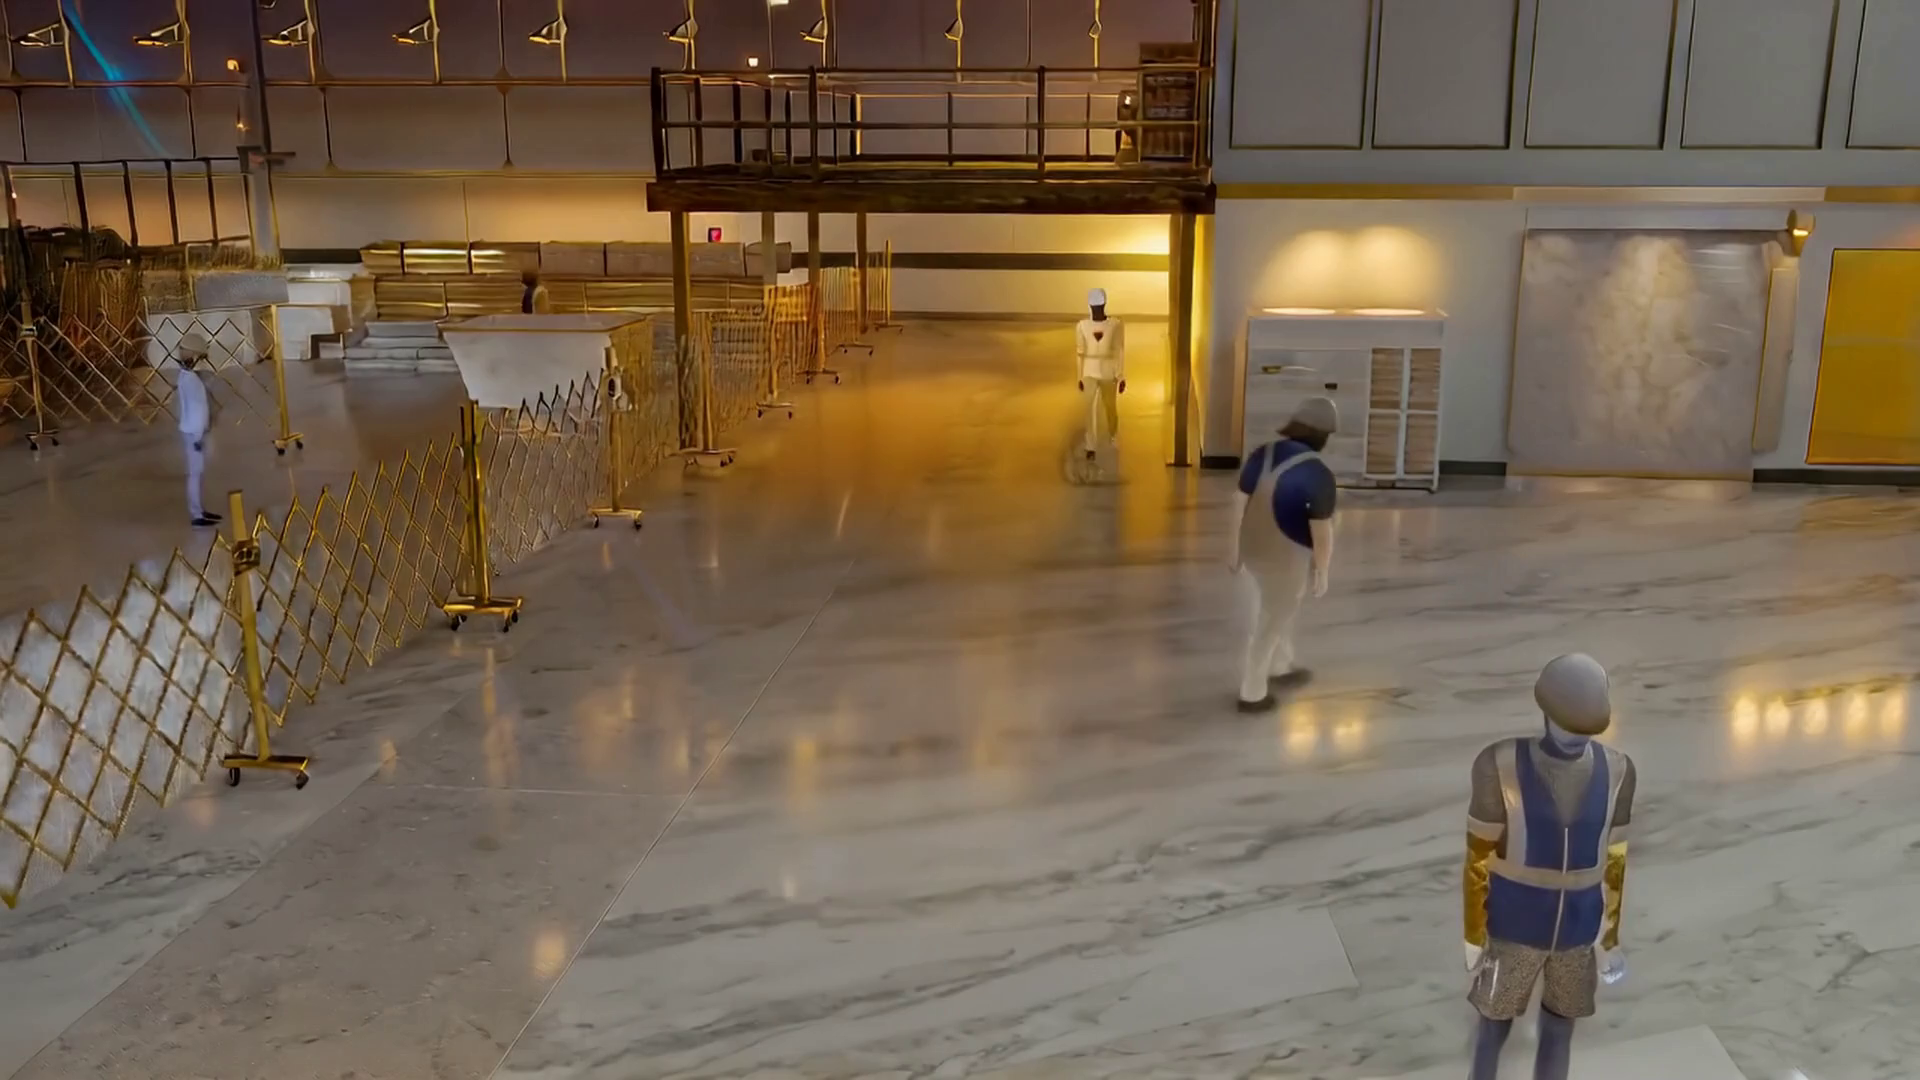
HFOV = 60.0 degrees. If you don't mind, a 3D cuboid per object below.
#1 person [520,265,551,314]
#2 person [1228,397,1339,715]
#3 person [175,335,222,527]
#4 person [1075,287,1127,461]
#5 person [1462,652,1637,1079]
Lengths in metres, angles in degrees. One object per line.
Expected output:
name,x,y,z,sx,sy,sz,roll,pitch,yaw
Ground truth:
person,-5.564,-2.647,21.735,0.619,1.866,0.598,-11,17,-37
person,2.078,0.059,10.298,0.879,2.000,0.746,-7,16,-28
person,-6.963,-0.996,15.201,0.335,1.761,0.519,-6,15,-25
person,1.571,-1.863,18.450,0.592,1.900,0.734,3,14,14
person,1.940,1.288,5.510,0.543,1.928,0.374,0,14,1
